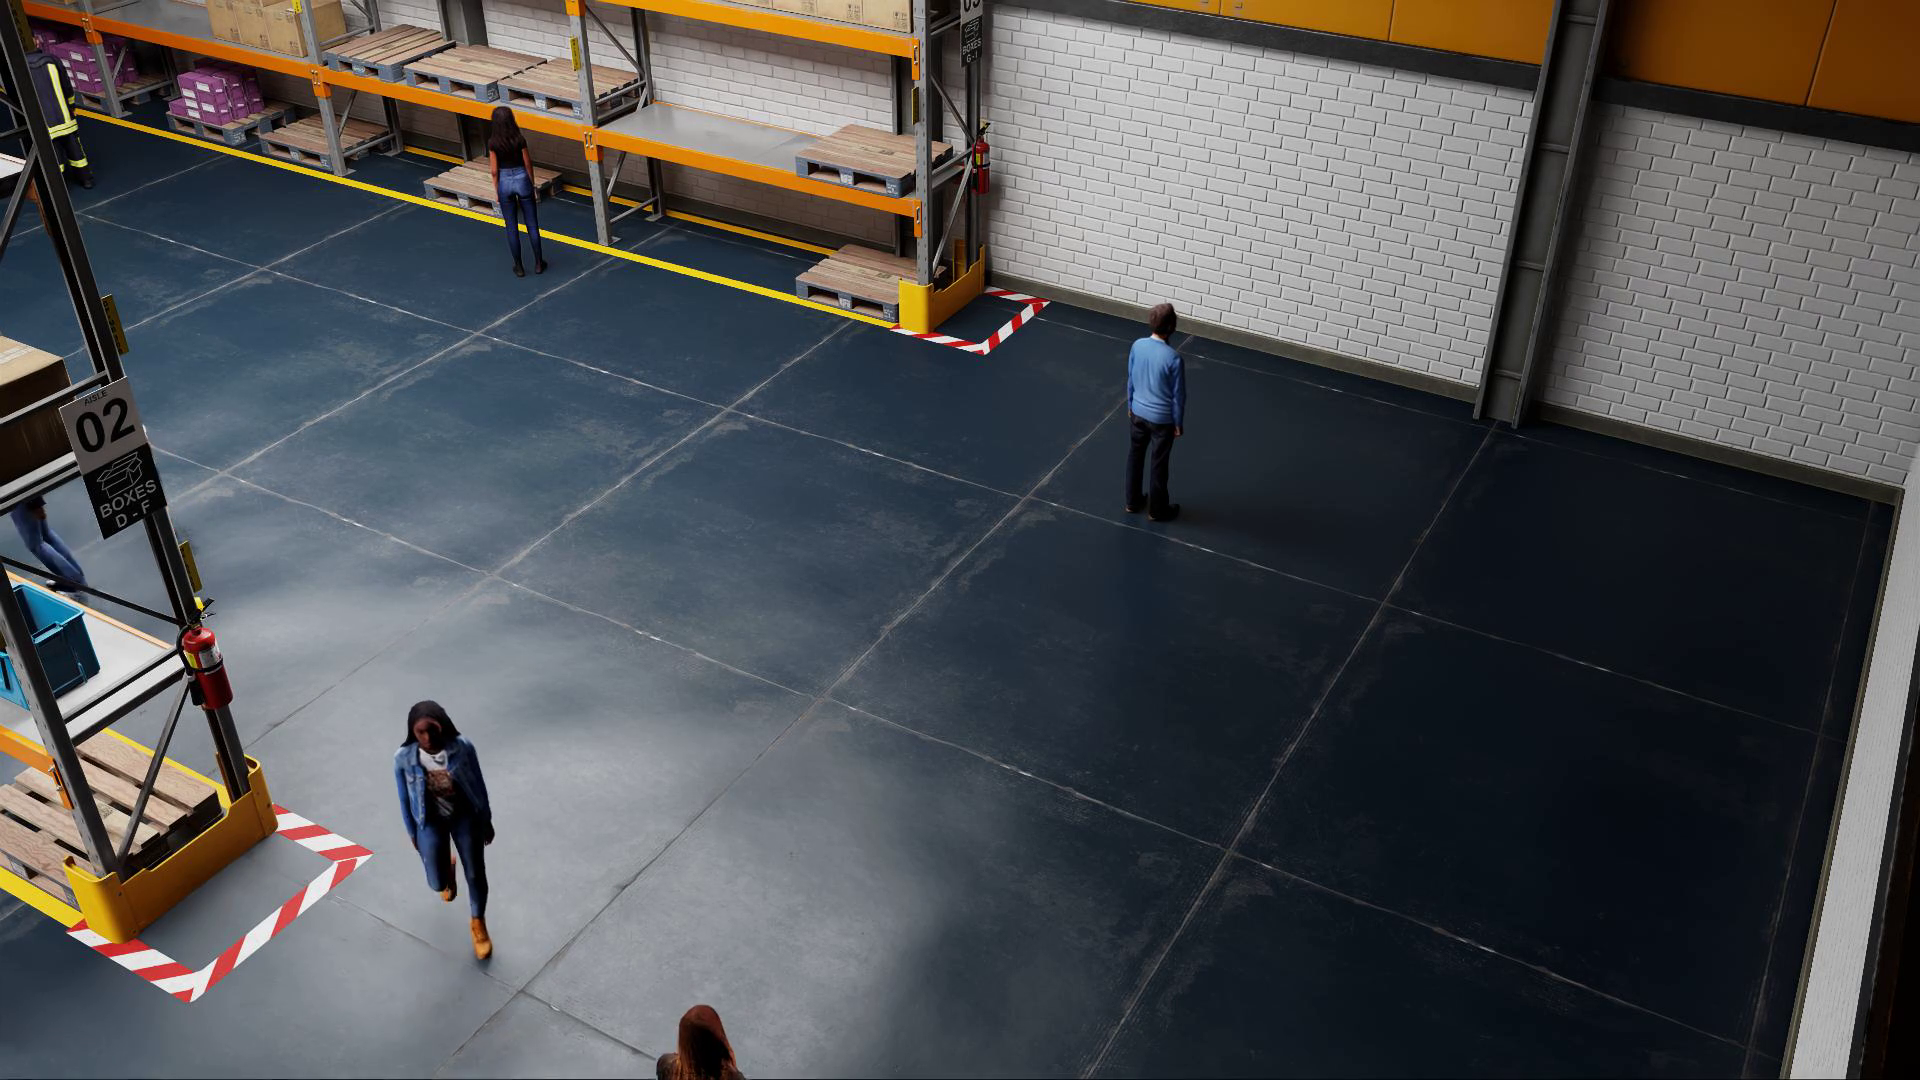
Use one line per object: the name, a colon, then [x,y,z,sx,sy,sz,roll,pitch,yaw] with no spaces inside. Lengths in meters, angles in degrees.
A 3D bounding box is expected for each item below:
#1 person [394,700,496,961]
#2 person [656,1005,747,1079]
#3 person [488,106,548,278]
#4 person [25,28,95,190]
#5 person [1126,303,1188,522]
person: [-2.830,1.535,9.212,0.878,1.699,0.965,-13,36,-19]
person: [-1.144,2.778,7.356,1.040,1.685,0.871,8,34,12]
person: [-4.486,-3.517,16.778,0.661,1.737,0.717,-9,35,-14]
person: [-10.201,-4.809,18.614,0.826,1.857,0.807,-26,42,-34]
person: [1.509,-1.003,12.924,0.569,1.817,0.762,26,42,34]
